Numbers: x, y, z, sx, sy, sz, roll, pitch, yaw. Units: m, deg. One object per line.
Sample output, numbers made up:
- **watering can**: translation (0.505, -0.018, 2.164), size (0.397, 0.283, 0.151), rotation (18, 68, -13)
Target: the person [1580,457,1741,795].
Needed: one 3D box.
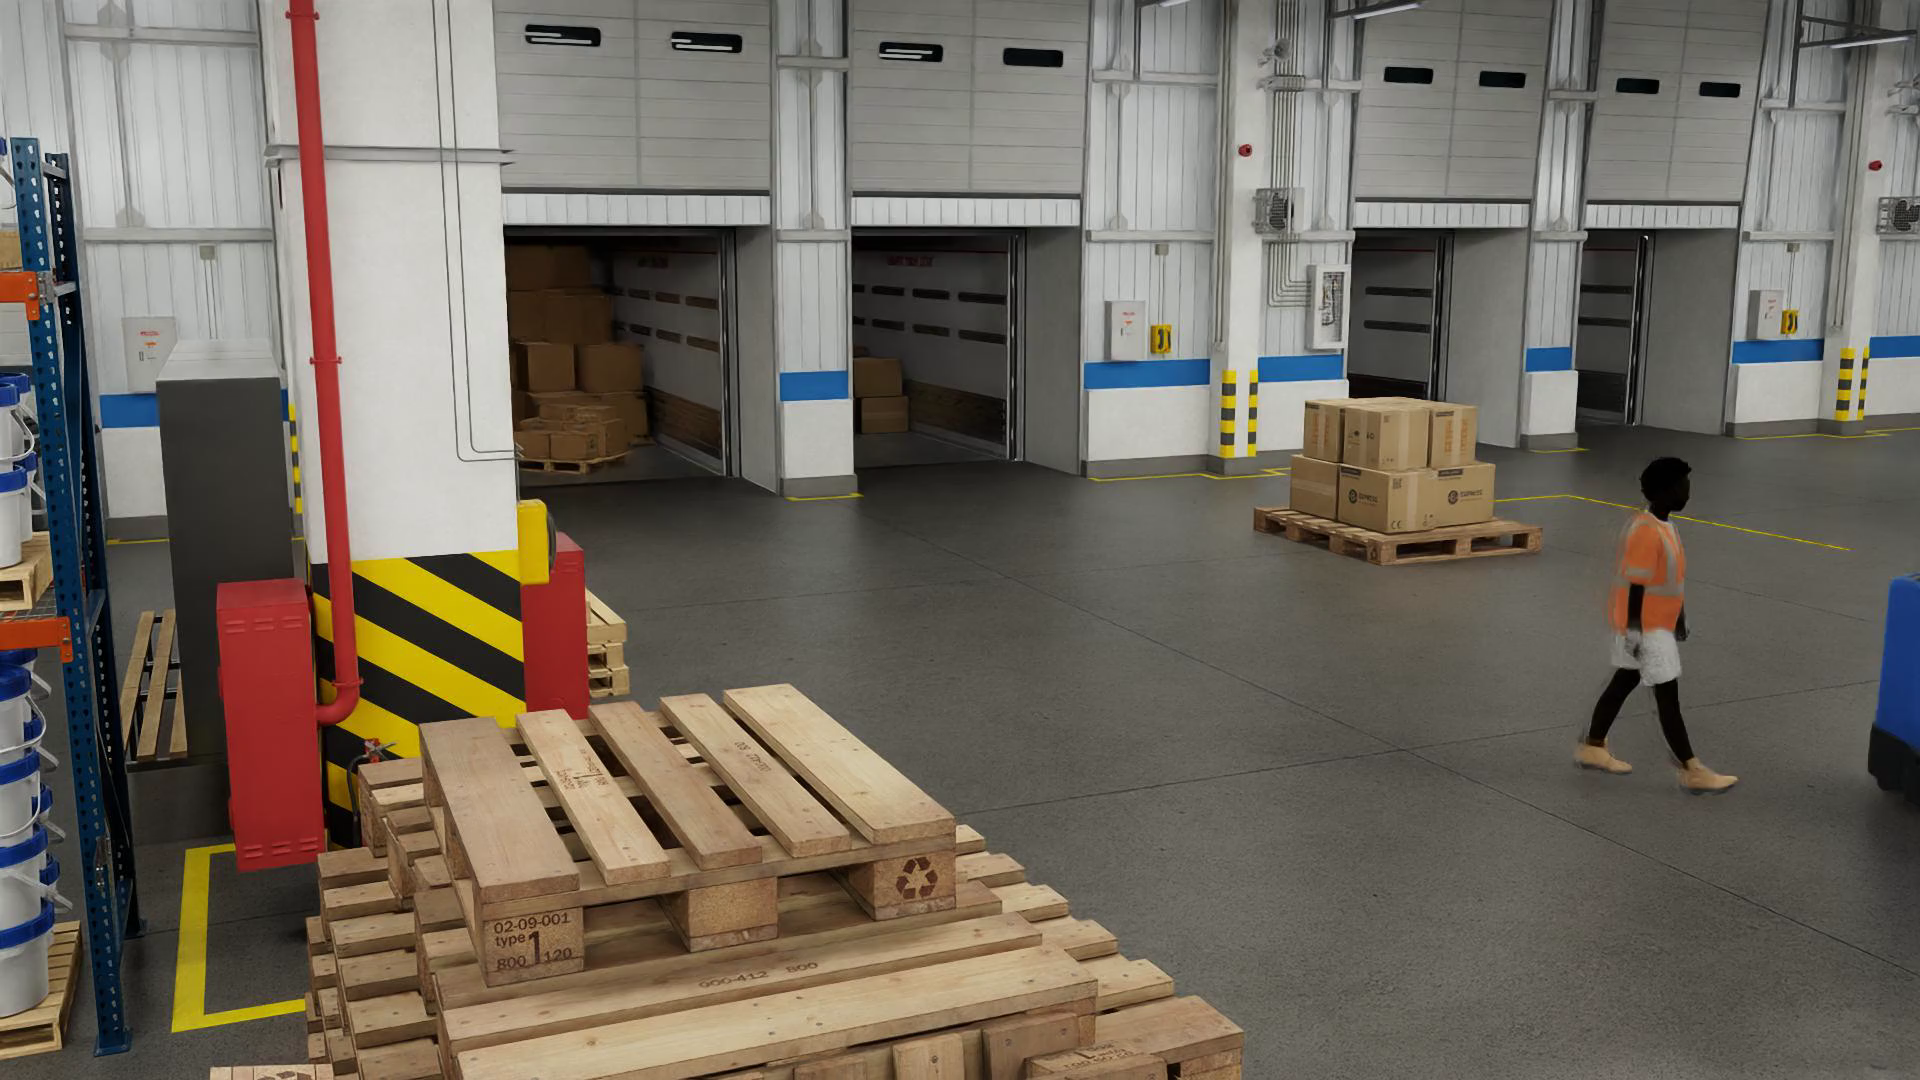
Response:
- **person**: translation (3.504, 0.414, 8.257), size (0.782, 1.650, 0.541), rotation (6, 12, 29)

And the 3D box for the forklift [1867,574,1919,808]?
- **forklift**: translation (5.046, -0.008, 7.229), size (1.129, 2.768, 1.873), rotation (0, 10, 1)
